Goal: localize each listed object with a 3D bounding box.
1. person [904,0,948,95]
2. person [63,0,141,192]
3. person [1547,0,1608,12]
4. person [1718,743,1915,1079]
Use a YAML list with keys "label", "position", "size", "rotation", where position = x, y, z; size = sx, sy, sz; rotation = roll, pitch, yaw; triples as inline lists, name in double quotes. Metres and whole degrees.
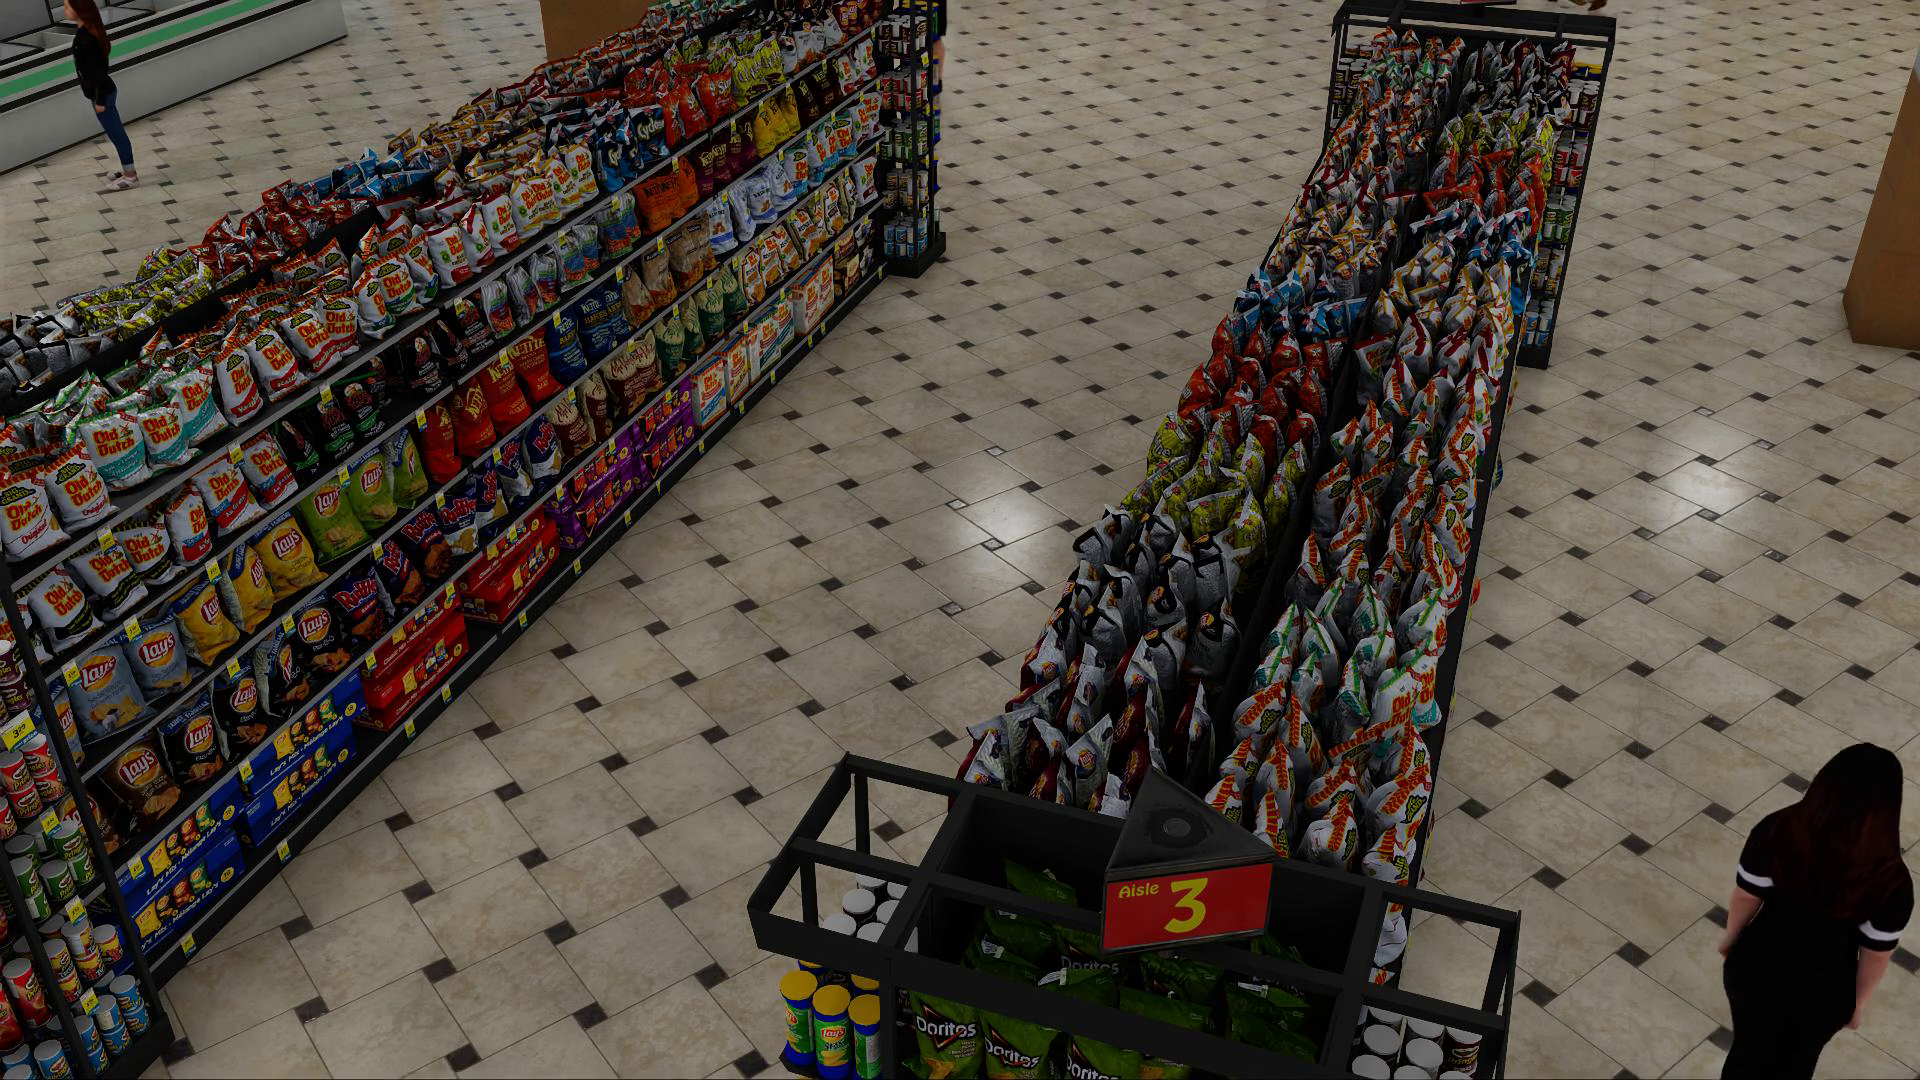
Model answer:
- label: "person"
  position: [-0.256, -4.715, 14.566]
  size: [1.005, 1.628, 1.189]
  rotation: [-5, 32, -8]
- label: "person"
  position: [-6.504, -3.411, 12.607]
  size: [0.700, 1.483, 0.634]
  rotation: [-13, 34, -19]
- label: "person"
  position: [6.436, -6.230, 17.007]
  size: [1.371, 1.622, 1.247]
  rotation: [-25, 39, -34]
- label: "person"
  position: [2.419, 1.311, 4.879]
  size: [0.672, 1.631, 0.723]
  rotation: [20, 37, 28]
